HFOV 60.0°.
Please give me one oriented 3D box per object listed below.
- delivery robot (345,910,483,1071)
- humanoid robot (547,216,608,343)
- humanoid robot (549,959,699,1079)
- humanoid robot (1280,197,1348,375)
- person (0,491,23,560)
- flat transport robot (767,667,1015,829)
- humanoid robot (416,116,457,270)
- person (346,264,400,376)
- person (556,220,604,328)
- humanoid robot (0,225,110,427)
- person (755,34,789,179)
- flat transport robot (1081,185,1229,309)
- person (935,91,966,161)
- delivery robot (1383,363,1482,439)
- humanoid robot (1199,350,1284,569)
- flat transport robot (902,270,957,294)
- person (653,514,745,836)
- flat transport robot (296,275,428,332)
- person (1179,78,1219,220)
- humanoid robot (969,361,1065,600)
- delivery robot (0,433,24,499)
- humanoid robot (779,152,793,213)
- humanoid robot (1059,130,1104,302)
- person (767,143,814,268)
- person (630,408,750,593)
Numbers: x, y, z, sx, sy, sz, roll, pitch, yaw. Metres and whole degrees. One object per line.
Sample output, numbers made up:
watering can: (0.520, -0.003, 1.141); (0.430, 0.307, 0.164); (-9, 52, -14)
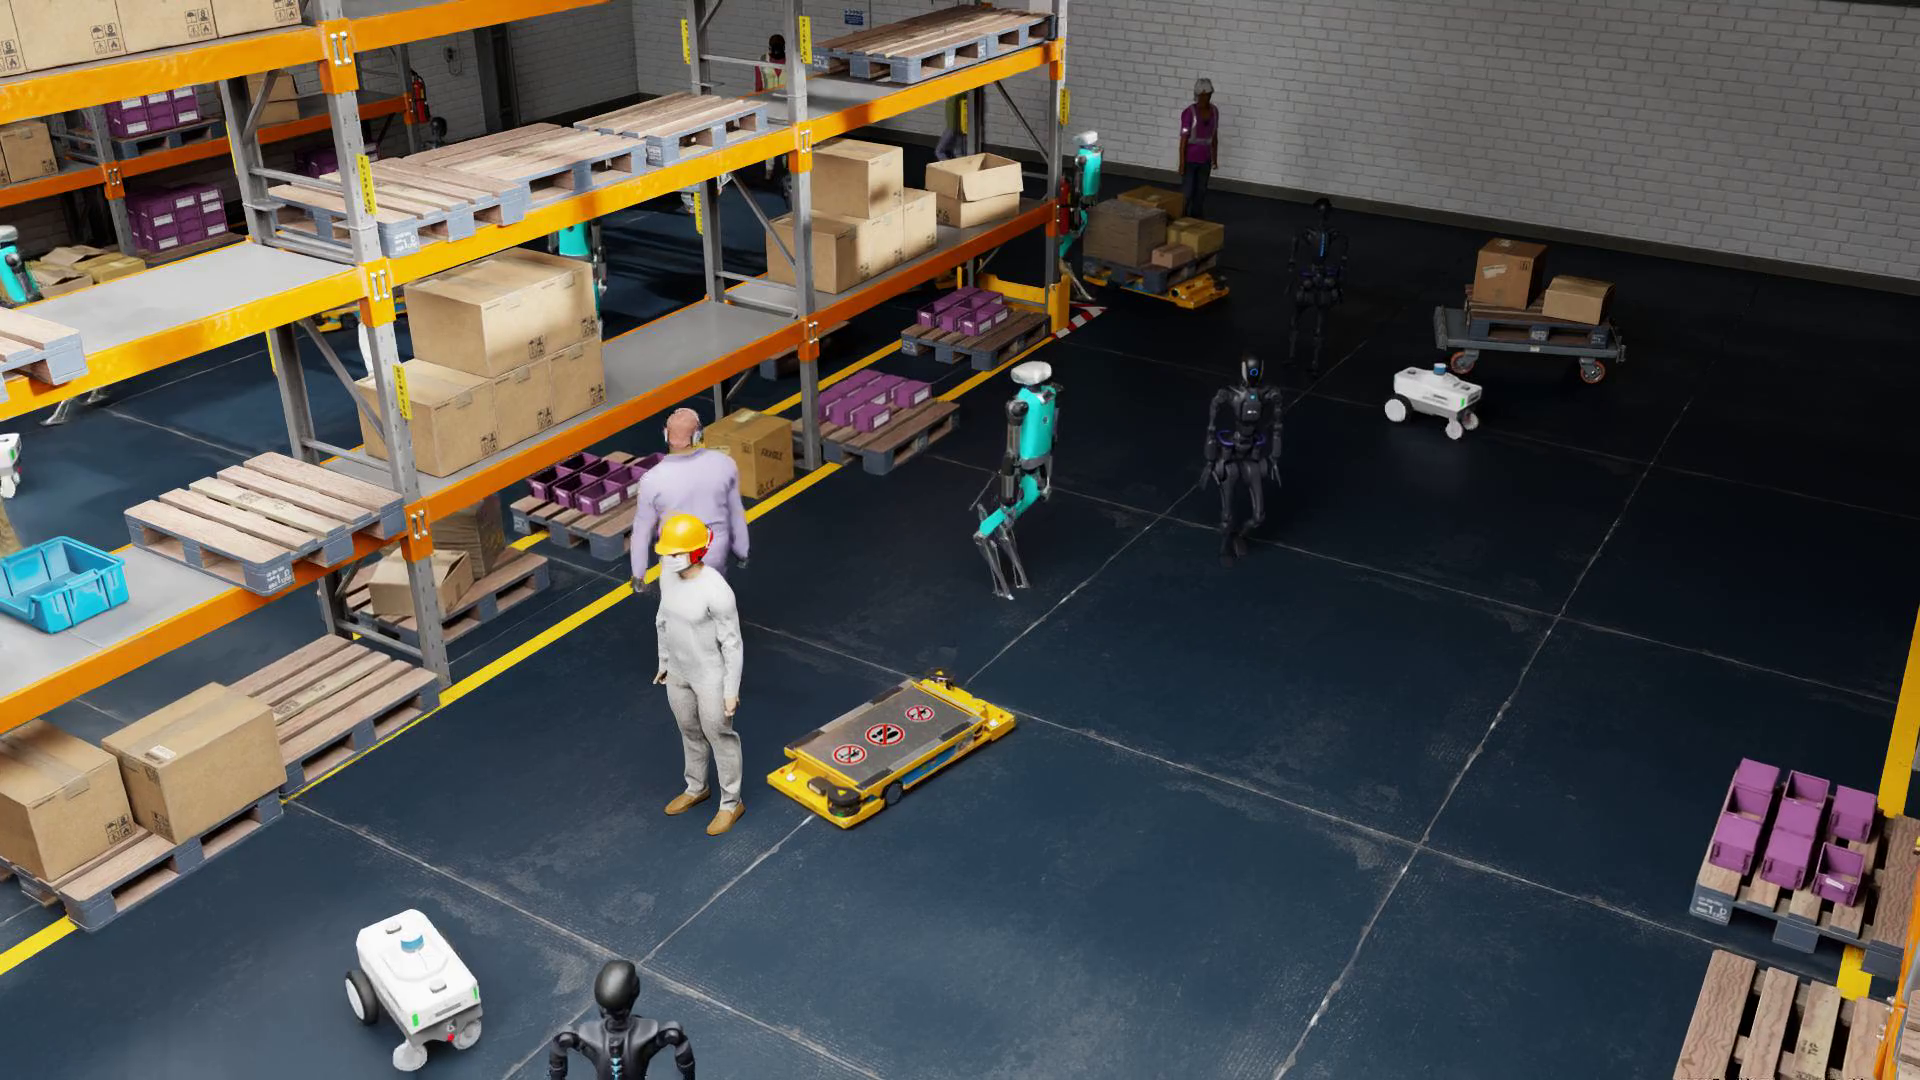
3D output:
delivery robot: (-2.542, 2.067, 7.787); (0.514, 0.575, 0.731); (-20, 33, -34)
humanoid robot: (-3.474, -2.463, 15.470); (0.535, 1.822, 0.745); (2, 27, 4)
humanoid robot: (-1.251, 2.264, 6.188); (0.601, 1.647, 0.439); (-2, 27, -4)
humanoid robot: (3.252, -2.324, 15.211); (0.602, 1.648, 0.323); (-2, 27, -3)
person: (-6.114, 0.159, 10.267); (0.573, 1.731, 0.564); (6, 27, 11)
flat transport robot: (-0.389, 1.204, 9.825); (0.659, 0.231, 1.431); (23, 35, 38)
humanoid robot: (-5.656, -3.776, 18.155); (0.611, 1.636, 0.786); (1, 27, 3)
person: (-5.263, -2.338, 14.965); (0.374, 1.936, 0.627); (7, 28, 14)
person: (-3.771, -2.999, 16.320); (0.511, 1.907, 0.626); (-1, 27, -2)
humanoid robot: (-7.717, -1.892, 14.321); (0.888, 1.759, 0.542); (-24, 35, -38)
person: (-2.317, -5.587, 21.470); (0.623, 1.844, 0.431); (-2, 27, -3)
flat transport robot: (2.070, -2.754, 17.625); (1.431, 0.231, 0.659); (22, 34, 36)
person: (-0.129, -5.187, 20.930); (0.546, 1.611, 0.526); (9, 28, 18)
delivery robot: (4.083, -1.230, 14.303); (0.792, 0.592, 0.499); (24, 35, 39)
humanoid robot: (1.988, -0.572, 11.763); (0.590, 1.641, 0.358); (-3, 27, -7)
flat transport robot: (-0.757, -2.768, 17.651); (1.431, 0.231, 0.659); (-13, 30, -24)
person: (-1.417, 0.719, 8.986); (0.586, 1.894, 0.360); (19, 32, 32)
flat transport robot: (-6.019, -2.408, 16.942); (1.431, 0.231, 0.659); (-19, 33, -33)
person: (2.731, -4.385, 19.120); (0.526, 1.828, 0.406); (-12, 29, -22)
humanoid robot: (0.332, -0.379, 11.372); (0.641, 1.841, 0.541); (20, 33, 34)
delivery robot: (-7.791, -0.589, 13.057); (0.779, 0.608, 0.507); (-9, 28, -18)
humanoid robot: (-1.674, -3.153, 16.852); (0.323, 1.659, 0.589); (-1, 27, -1)
humanoid robot: (1.091, -3.365, 17.213); (0.872, 1.782, 0.544); (15, 30, 27)
person: (-1.704, -3.689, 17.872); (0.568, 1.704, 0.870); (19, 33, 33)
person: (-1.677, 0.110, 10.216); (0.755, 1.866, 0.574); (-17, 31, -30)
